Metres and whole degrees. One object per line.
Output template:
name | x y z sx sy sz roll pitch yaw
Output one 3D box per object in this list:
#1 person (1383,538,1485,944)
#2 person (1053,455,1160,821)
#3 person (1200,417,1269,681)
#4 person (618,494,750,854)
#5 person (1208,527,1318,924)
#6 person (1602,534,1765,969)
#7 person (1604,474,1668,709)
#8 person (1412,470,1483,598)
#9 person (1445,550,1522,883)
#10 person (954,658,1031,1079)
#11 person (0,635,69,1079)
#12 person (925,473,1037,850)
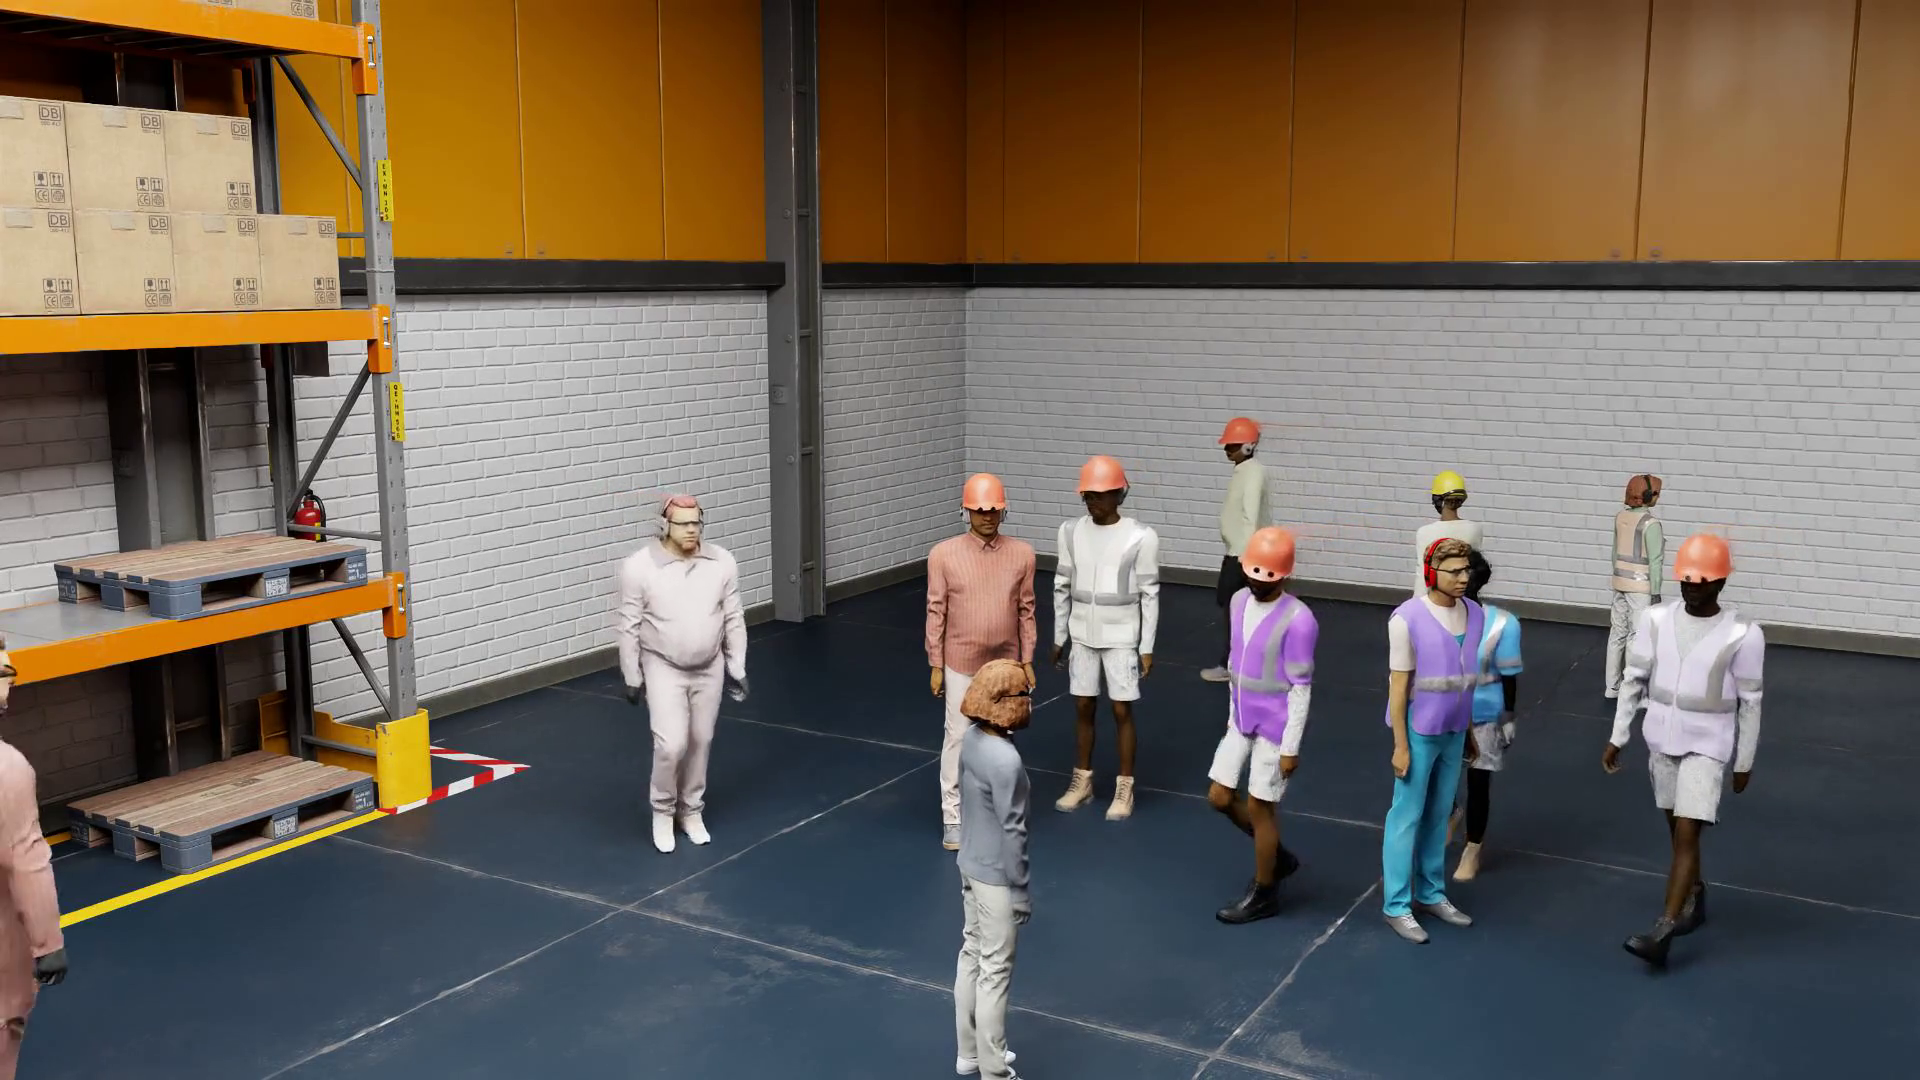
person | 2.169 0.893 7.653 0.565 1.847 0.396 -6 11 -34
person | 0.787 0.542 9.229 0.615 2.041 0.390 5 10 29
person | 2.114 0.076 12.317 0.574 1.981 0.638 0 9 2
person | -1.431 0.698 8.733 0.644 1.890 0.511 -5 11 -31
person | 1.392 0.860 7.692 0.431 1.899 0.582 -4 10 -26
person | 3.179 0.915 7.373 0.949 1.887 0.558 -7 12 -38
person | 4.736 0.356 11.650 0.307 1.640 0.519 -2 9 -11
person | 3.135 0.430 10.791 0.534 1.767 0.319 -4 10 -24
person | 2.537 0.865 8.331 0.544 1.688 0.399 6 11 32
person | 0.136 1.240 6.147 0.283 1.634 0.498 -3 10 -18
person | -3.157 1.225 5.440 0.687 1.886 0.542 5 10 29
person | 0.118 0.636 8.796 0.612 1.995 0.378 -3 9 -17
